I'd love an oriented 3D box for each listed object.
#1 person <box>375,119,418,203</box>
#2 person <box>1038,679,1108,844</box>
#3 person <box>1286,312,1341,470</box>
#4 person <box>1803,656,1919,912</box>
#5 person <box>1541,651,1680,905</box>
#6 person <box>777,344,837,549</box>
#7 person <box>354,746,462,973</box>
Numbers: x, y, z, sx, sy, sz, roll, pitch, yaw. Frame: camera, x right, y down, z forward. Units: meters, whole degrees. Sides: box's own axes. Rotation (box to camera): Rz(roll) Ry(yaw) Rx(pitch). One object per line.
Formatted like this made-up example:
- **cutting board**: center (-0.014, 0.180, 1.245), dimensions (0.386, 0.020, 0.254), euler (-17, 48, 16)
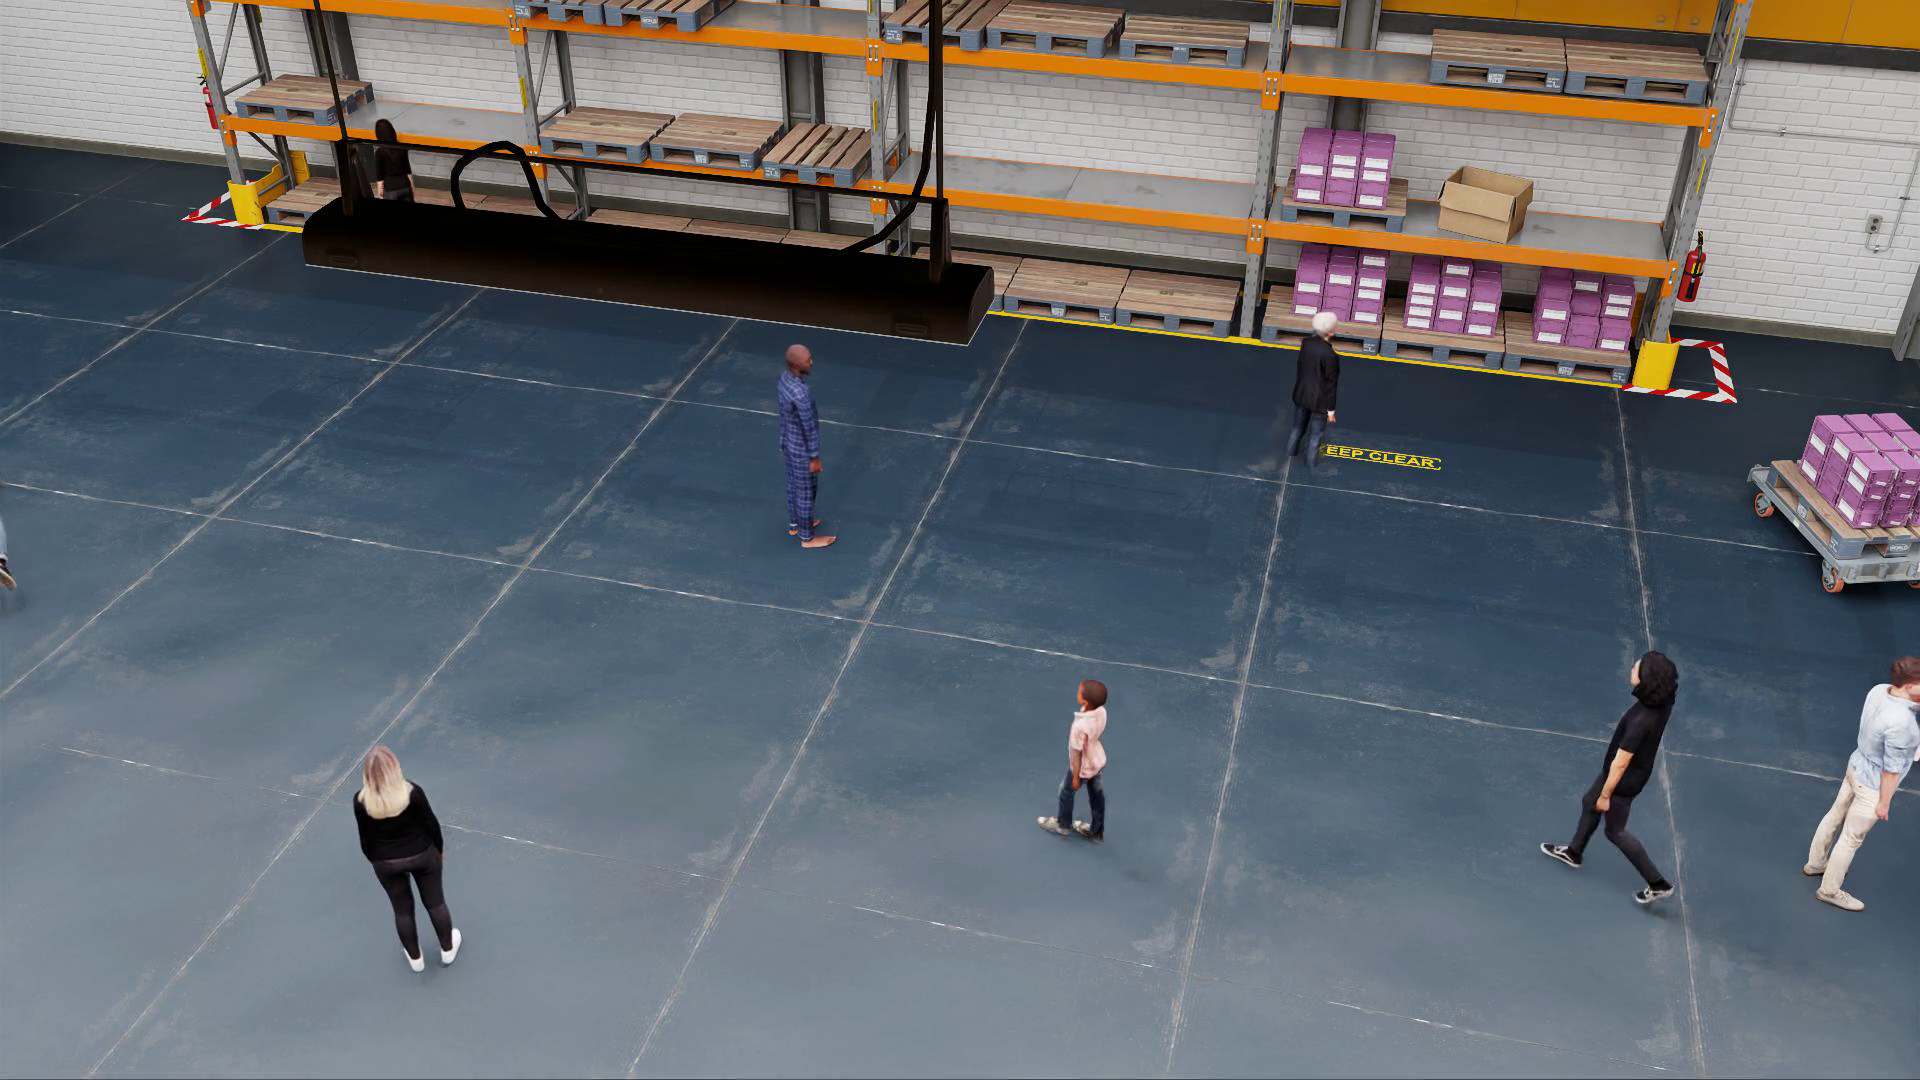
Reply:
- **person**: center (-6.295, -3.906, 18.638), dimensions (0.641, 1.638, 0.651), euler (25, 41, 33)
- **person**: center (0.880, 1.478, 10.846), dimensions (0.755, 1.298, 0.668), euler (23, 40, 31)
- **person**: center (3.197, -1.238, 15.071), dimensions (0.801, 1.781, 0.839), euler (-16, 37, -23)
- **person**: center (5.659, 1.476, 10.352), dimensions (0.573, 1.847, 0.666), euler (5, 34, 8)
- **person**: center (4.219, 1.507, 10.350), dimensions (1.185, 1.797, 0.928), euler (23, 40, 31)
- **person**: center (-1.324, -0.786, 13.781), dimensions (0.815, 1.819, 0.764), euler (-15, 37, -22)
- **person**: center (-3.286, 1.895, 9.866), dimensions (0.638, 1.687, 0.746), euler (-9, 35, -13)
